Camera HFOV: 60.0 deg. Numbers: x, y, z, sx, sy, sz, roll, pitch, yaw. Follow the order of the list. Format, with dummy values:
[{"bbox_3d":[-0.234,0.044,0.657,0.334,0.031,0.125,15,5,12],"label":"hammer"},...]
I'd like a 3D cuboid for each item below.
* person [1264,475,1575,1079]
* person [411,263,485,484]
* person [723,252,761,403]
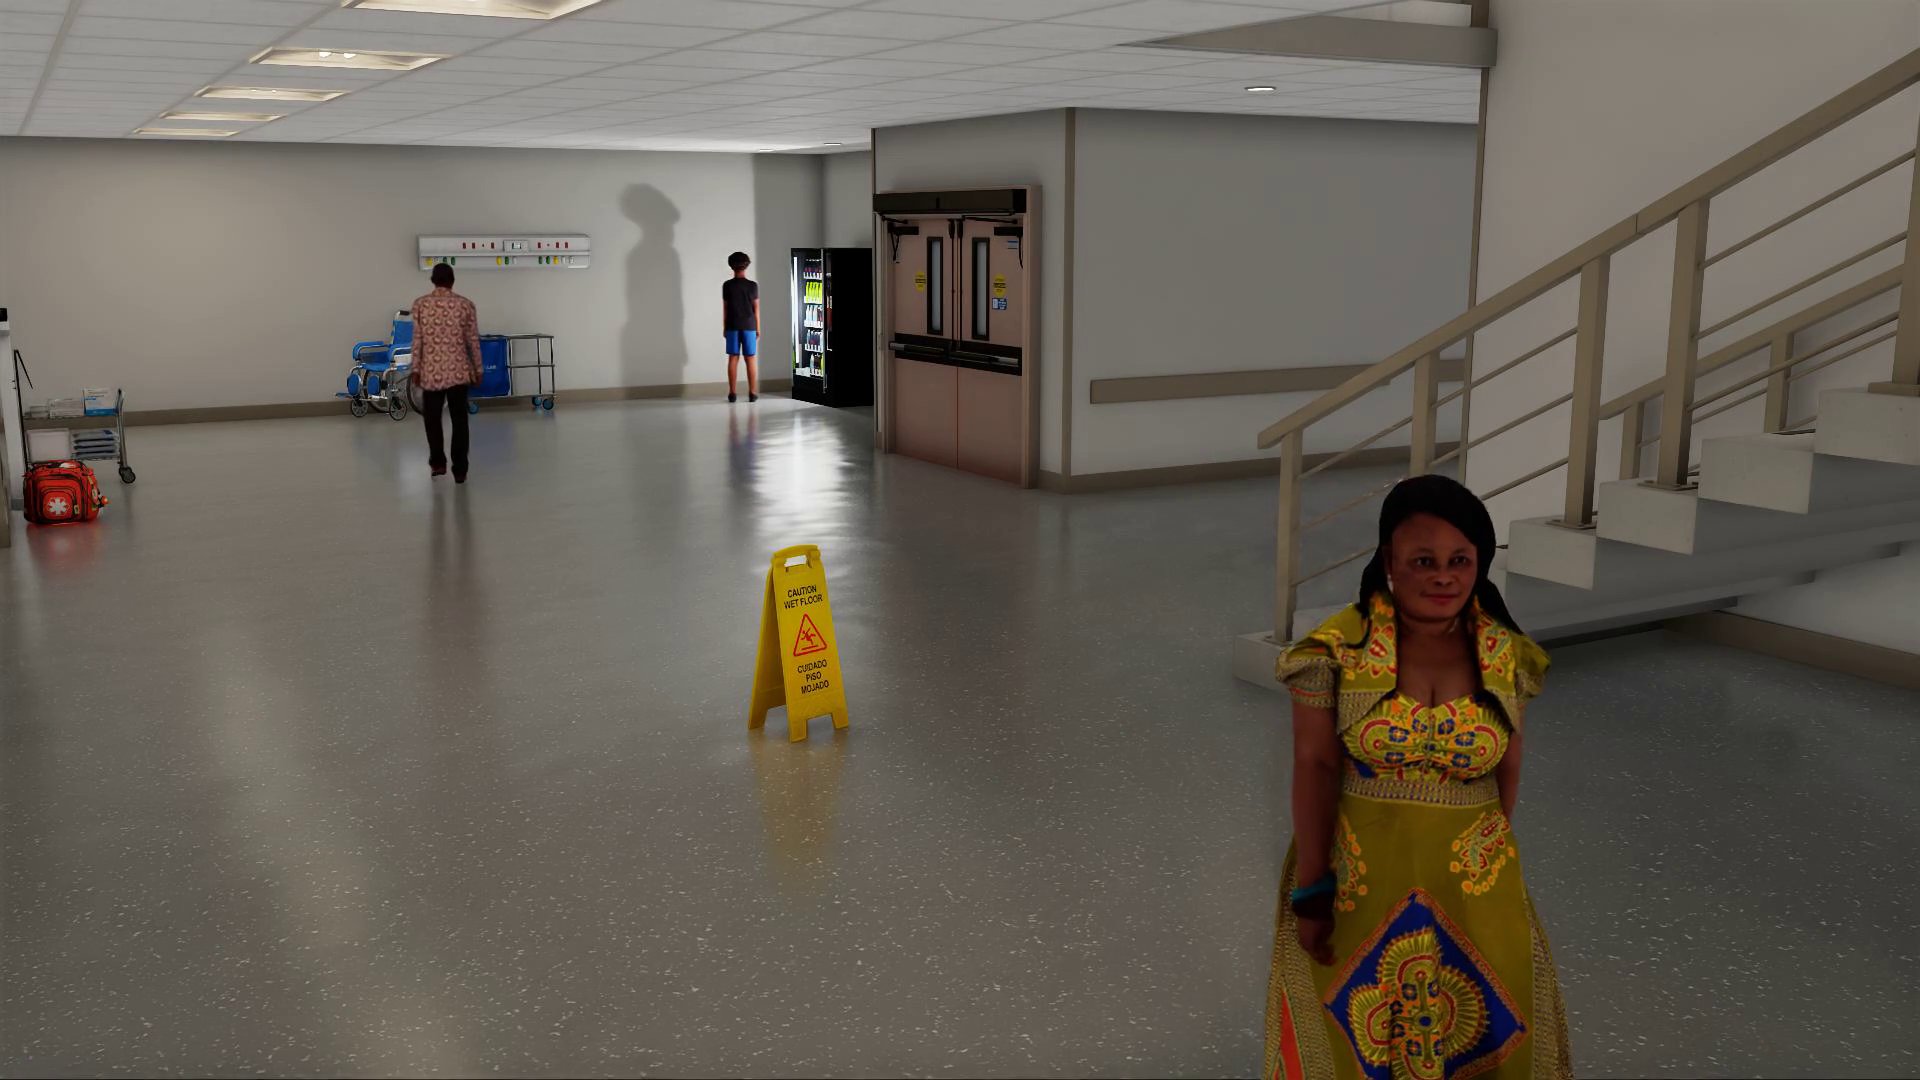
[{"bbox_3d":[0.869,0.674,3.345,0.996,1.642,1.044,0,11,2],"label":"person"},{"bbox_3d":[-4.200,-1.345,13.590,0.798,1.788,0.773,-3,11,-17],"label":"person"},{"bbox_3d":[-2.632,-2.564,20.001,0.677,1.794,0.685,-1,11,-4],"label":"person"}]
